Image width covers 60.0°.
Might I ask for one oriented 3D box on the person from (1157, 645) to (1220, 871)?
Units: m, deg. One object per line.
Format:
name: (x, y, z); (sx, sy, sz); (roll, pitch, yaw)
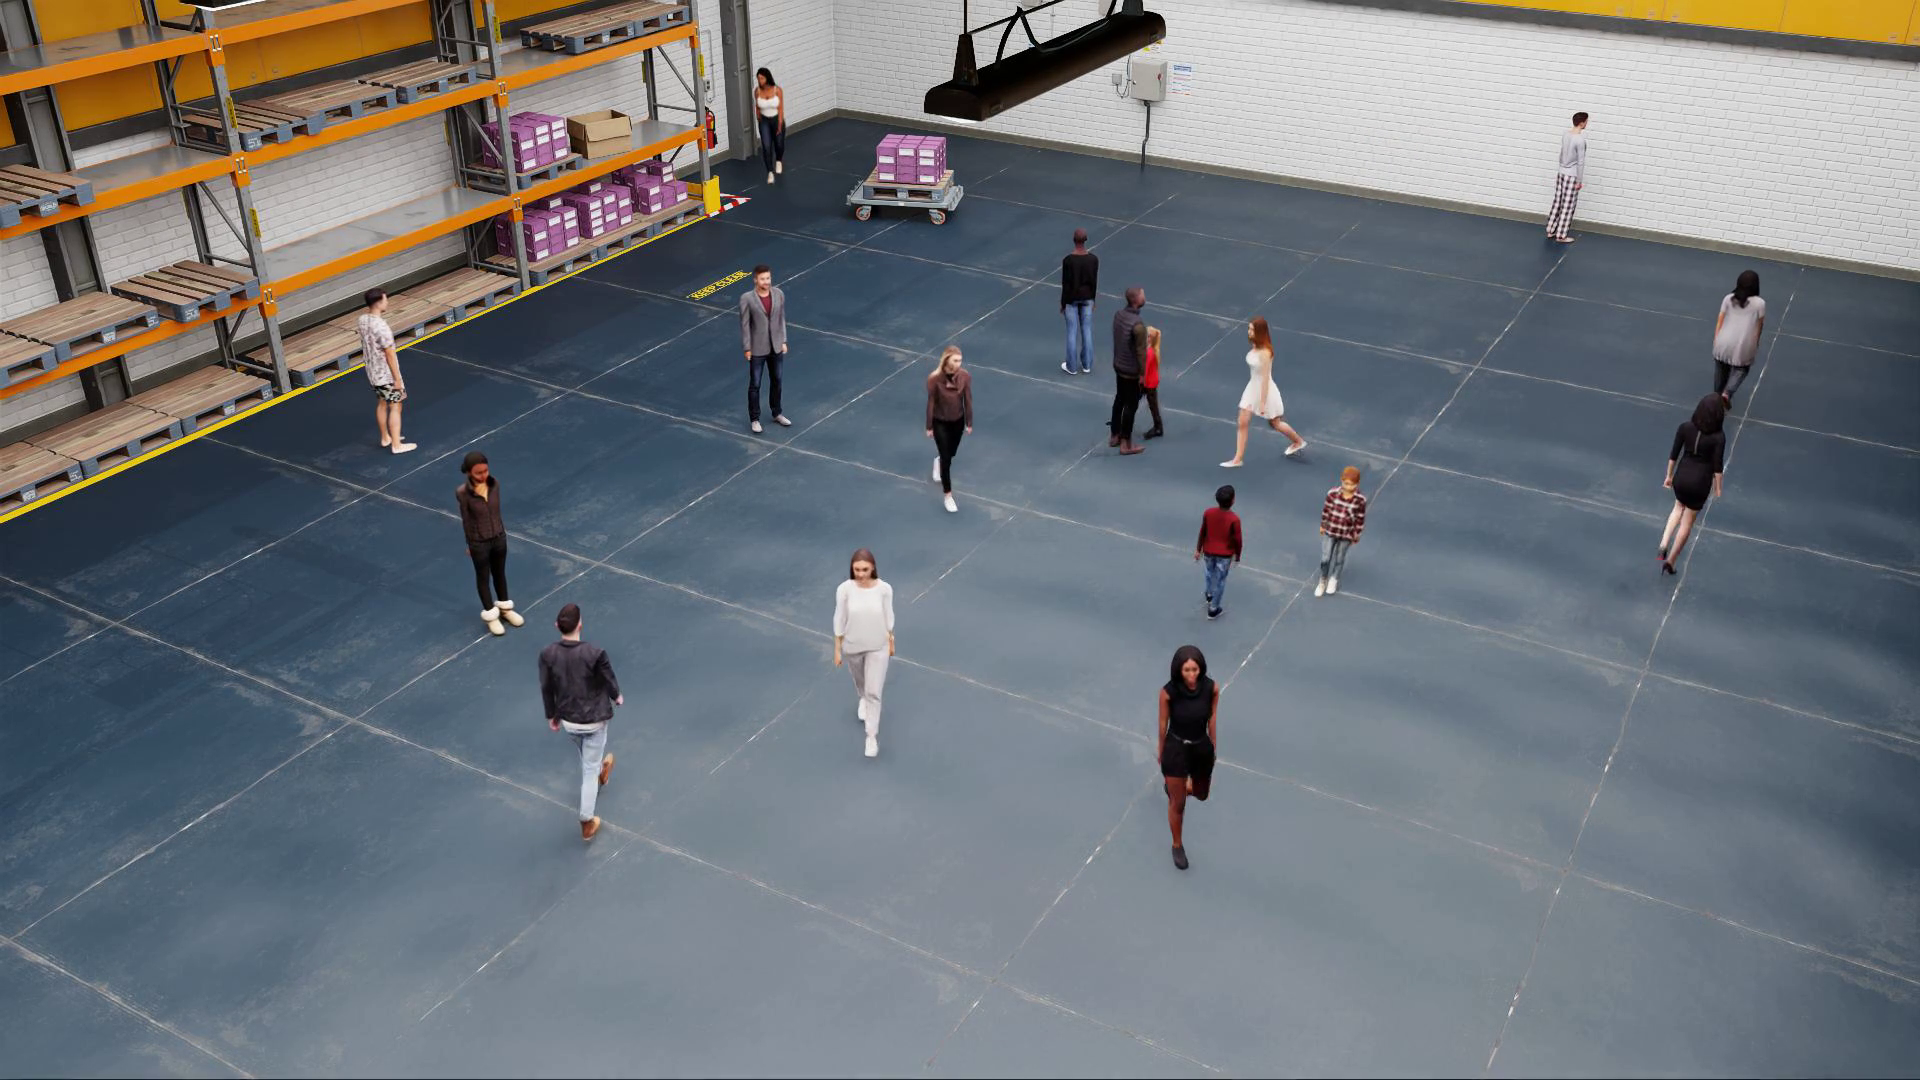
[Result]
person: (1.566, 1.463, 11.712); (0.924, 1.718, 0.981); (-7, 29, -13)

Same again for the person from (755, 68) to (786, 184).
person: (-2.983, -6.628, 26.502); (1.027, 1.758, 1.258); (0, 29, 1)

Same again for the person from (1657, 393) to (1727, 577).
person: (6.615, -0.455, 15.154); (0.735, 1.789, 0.707); (-20, 34, -32)

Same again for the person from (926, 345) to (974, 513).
person: (-0.135, -1.183, 16.609); (1.096, 1.673, 1.123); (-9, 30, -15)

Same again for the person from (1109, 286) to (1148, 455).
person: (1.785, -1.813, 17.594); (0.793, 1.836, 0.775); (-11, 31, -20)

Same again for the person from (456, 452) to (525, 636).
person: (-4.125, -0.013, 14.471); (0.686, 1.666, 0.629); (4, 29, 6)

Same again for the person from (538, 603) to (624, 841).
person: (-2.701, 1.331, 11.867); (0.937, 1.800, 1.212); (4, 29, 7)

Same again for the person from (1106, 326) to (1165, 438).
person: (2.081, -1.691, 17.975); (0.844, 1.257, 0.840); (-3, 29, -6)

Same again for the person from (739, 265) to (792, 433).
person: (-2.122, -2.106, 18.092); (0.720, 1.874, 0.842); (-16, 32, -27)

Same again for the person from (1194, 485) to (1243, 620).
person: (2.253, 0.124, 14.666); (0.531, 1.240, 0.660); (15, 32, 26)

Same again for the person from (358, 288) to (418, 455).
person: (-6.109, -1.788, 17.575); (0.713, 1.811, 0.640); (23, 36, 35)

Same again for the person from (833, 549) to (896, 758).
person: (-0.745, 0.786, 13.026); (0.972, 1.649, 1.163); (0, 29, 0)

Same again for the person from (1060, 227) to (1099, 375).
person: (1.393, -2.805, 19.504); (0.680, 1.748, 0.739); (-7, 29, -13)

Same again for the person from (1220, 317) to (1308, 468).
person: (3.216, -1.515, 17.239); (1.177, 1.652, 1.111); (-7, 29, -13)

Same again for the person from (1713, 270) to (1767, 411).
person: (8.654, -2.204, 18.565); (0.696, 1.592, 0.826); (20, 35, 32)

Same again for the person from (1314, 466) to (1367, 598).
person: (3.456, -0.117, 15.054); (0.586, 1.292, 0.600); (11, 31, 19)

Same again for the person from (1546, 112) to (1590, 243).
person: (8.718, -5.205, 23.801); (0.746, 1.847, 0.701); (-9, 30, -16)
